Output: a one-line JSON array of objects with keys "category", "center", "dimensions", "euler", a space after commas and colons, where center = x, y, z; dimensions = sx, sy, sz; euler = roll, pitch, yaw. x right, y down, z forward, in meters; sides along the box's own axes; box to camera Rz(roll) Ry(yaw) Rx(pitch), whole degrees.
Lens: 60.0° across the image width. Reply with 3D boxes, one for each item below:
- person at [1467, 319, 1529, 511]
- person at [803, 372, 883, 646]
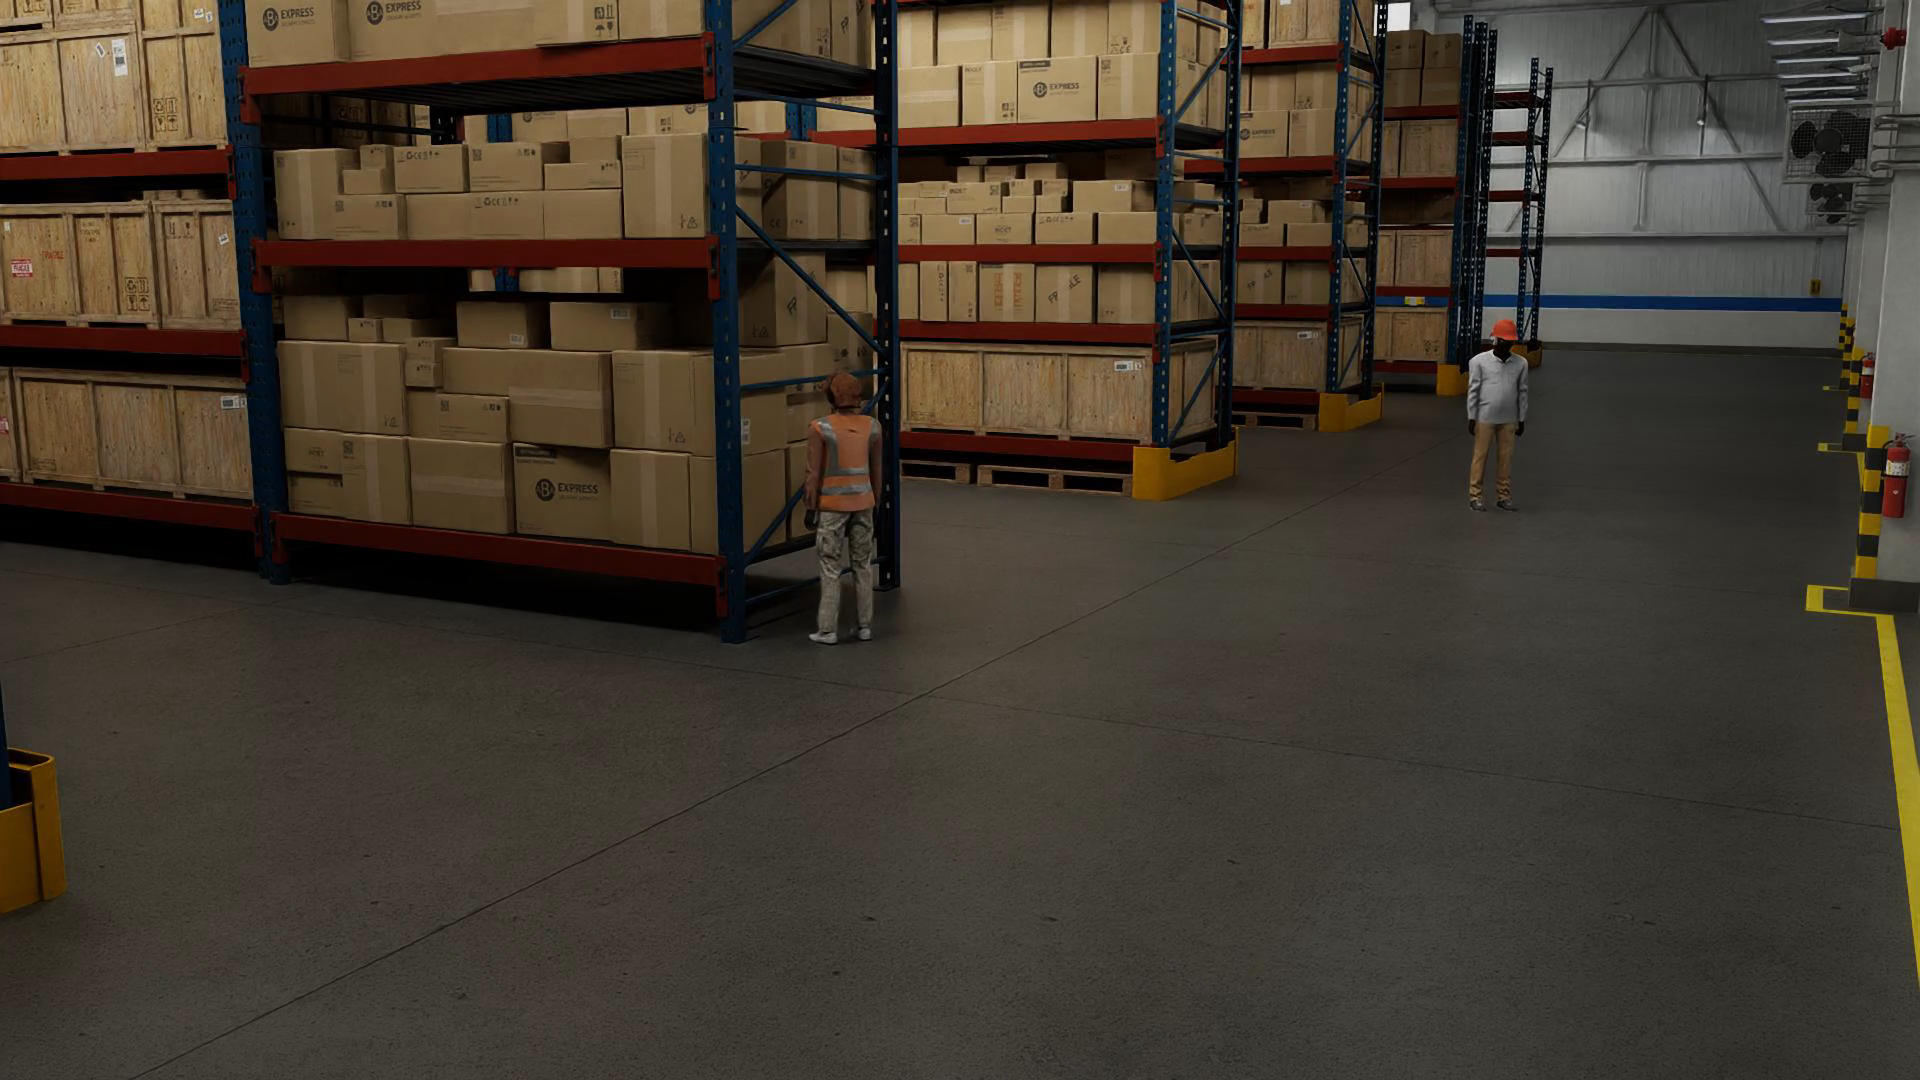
[{"category": "person", "center": [4.865, -1.123, 15.035], "dimensions": [0.564, 1.743, 0.351], "euler": [-1, 10, -4]}, {"category": "person", "center": [-0.684, -0.184, 9.928], "dimensions": [0.528, 1.630, 0.316], "euler": [-6, 12, -33]}]
